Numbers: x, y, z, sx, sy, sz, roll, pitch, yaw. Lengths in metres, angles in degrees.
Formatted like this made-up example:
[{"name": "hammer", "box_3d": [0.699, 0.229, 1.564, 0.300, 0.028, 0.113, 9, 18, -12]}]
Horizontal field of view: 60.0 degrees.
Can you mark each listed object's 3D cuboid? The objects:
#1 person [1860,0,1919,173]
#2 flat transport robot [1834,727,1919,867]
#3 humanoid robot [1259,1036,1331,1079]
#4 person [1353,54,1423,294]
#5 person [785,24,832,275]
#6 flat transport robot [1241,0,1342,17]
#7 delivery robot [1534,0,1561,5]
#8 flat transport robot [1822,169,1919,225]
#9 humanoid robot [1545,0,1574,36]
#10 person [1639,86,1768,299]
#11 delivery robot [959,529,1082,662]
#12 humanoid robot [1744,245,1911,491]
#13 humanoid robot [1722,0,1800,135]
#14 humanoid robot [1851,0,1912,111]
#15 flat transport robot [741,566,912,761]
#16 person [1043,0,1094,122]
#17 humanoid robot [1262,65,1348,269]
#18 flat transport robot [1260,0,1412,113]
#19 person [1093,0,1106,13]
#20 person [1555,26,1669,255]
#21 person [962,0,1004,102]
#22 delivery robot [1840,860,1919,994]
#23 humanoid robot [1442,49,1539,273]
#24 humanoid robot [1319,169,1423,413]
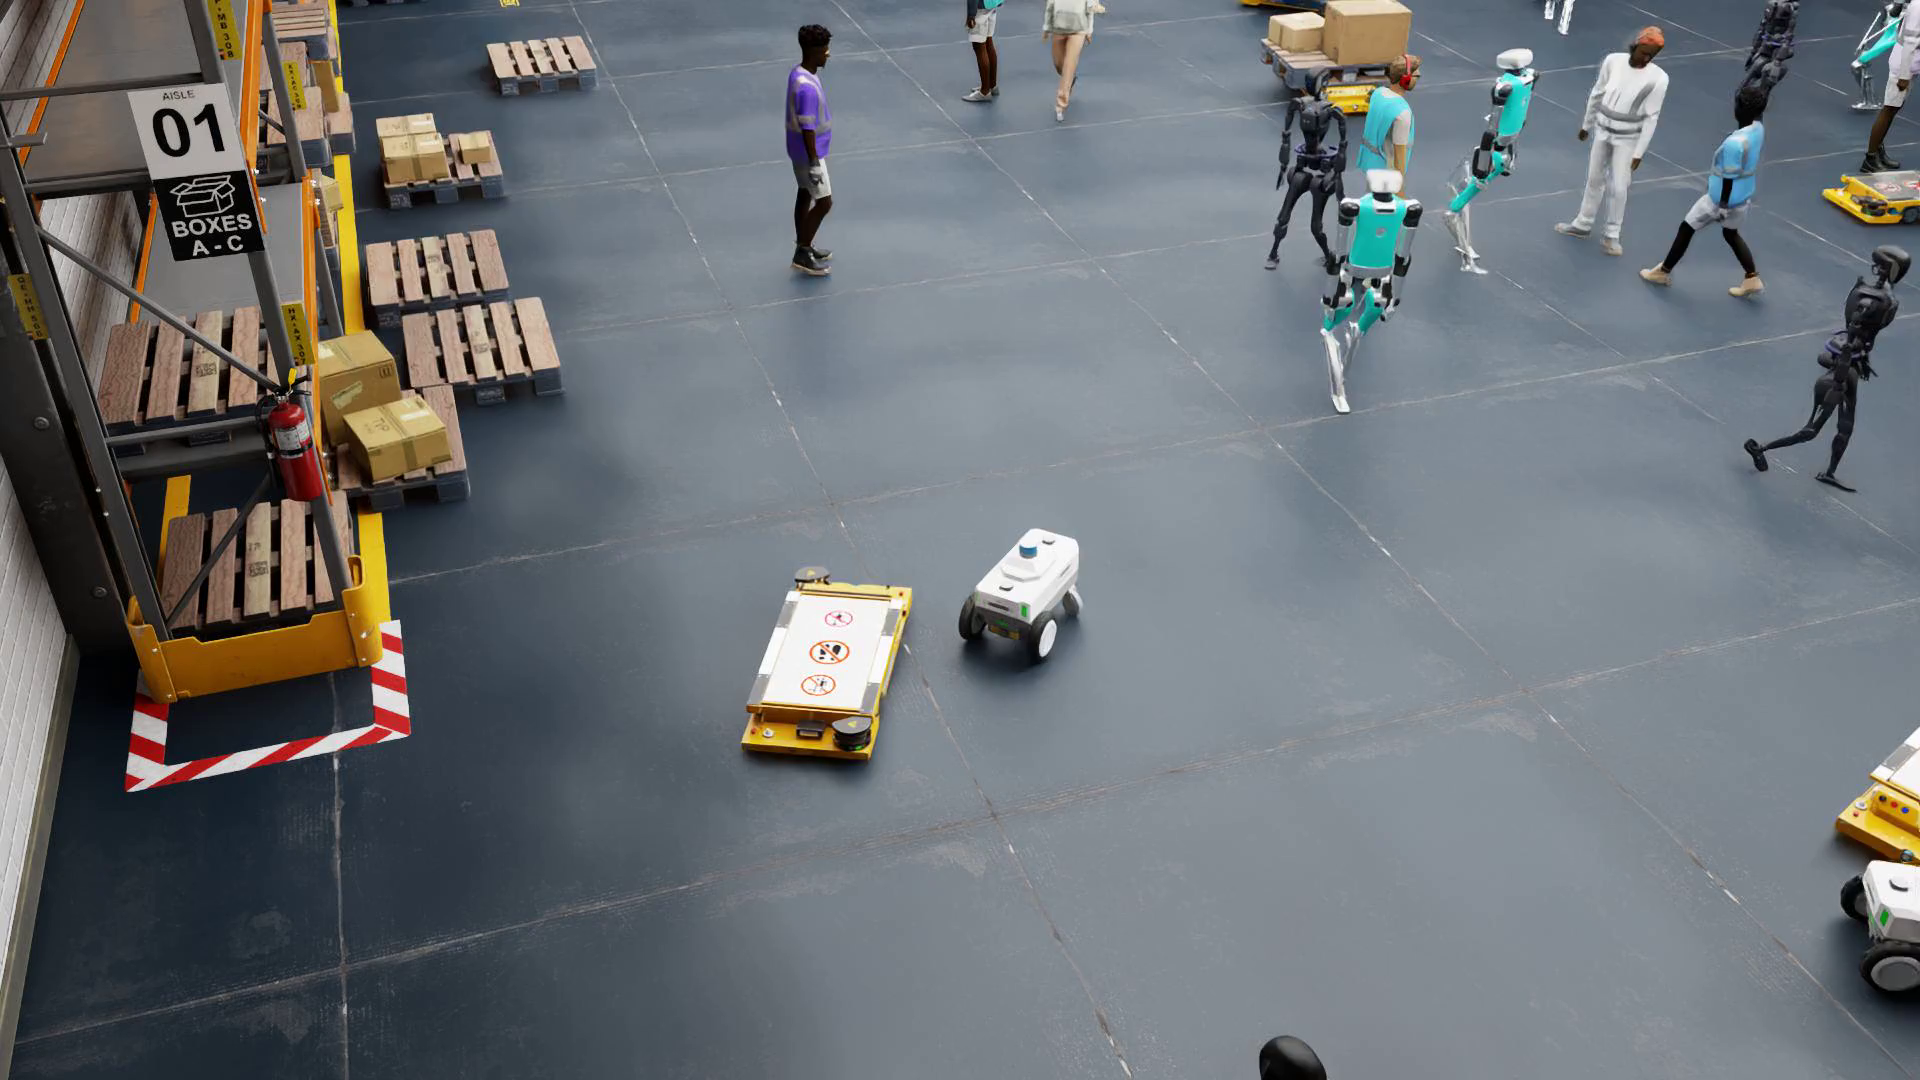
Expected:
[{"name": "person", "box_3d": [8.468, -4.215, 14.797, 0.369, 1.939, 0.543, 23, 40, 31]}, {"name": "flat transport robot", "box_3d": [4.900, 1.182, 8.046, 1.431, 0.231, 0.659, -26, 41, -33]}, {"name": "humanoid robot", "box_3d": [0.938, 2.176, 5.245, 0.602, 1.642, 0.613, -25, 41, -33]}, {"name": "person", "box_3d": [3.225, -2.779, 12.679, 0.375, 1.840, 0.570, -6, 34, -9]}, {"name": "person", "box_3d": [-1.157, -3.044, 12.991, 0.395, 1.955, 0.623, -5, 33, -8]}, {"name": "flat transport robot", "box_3d": [4.132, -6.438, 19.733, 1.431, 0.231, 0.659, 17, 37, 24]}, {"name": "delivery robot", "box_3d": [7.166, -6.795, 20.031, 0.499, 0.609, 0.807, 15, 36, 21]}, {"name": "flat transport robot", "box_3d": [8.347, -2.987, 14.440, 1.431, 0.231, 0.659, -5, 34, -8]}, {"name": "humanoid robot", "box_3d": [6.914, -6.665, 18.756, 0.539, 1.769, 0.966, 7, 34, 10]}, {"name": "person", "box_3d": [5.843, -2.647, 12.662, 0.521, 1.628, 0.874, -26, 41, -34]}, {"name": "delivery robot", "box_3d": [0.364, 0.288, 9.172, 0.519, 0.613, 0.784, 17, 37, 24]}, {"name": "humanoid robot", "box_3d": [5.397, -1.093, 10.271, 0.673, 1.632, 0.607, 25, 41, 33]}, {"name": "humanoid robot", "box_3d": [7.487, -4.472, 15.427, 0.370, 1.656, 0.608, -2, 33, -3]}, {"name": "humanoid robot", "box_3d": [8.997, -5.009, 16.199, 0.758, 1.793, 0.559, -1, 33, -1]}, {"name": "flat transport robot", "box_3d": [-0.685, 0.636, 8.884, 0.659, 0.231, 1.431, 4, 33, 6]}, {"name": "person", "box_3d": [1.075, -5.001, 16.277, 0.475, 1.633, 0.759, 9, 34, 13]}, {"name": "humanoid robot", "box_3d": [2.768, -2.896, 13.051, 0.611, 1.640, 0.523, 26, 41, 34]}, {"name": "flat transport robot", "box_3d": [3.799, -4.697, 17.062, 0.659, 0.231, 1.431, -5, 33, -8]}, {"name": "person", "box_3d": [1.499, -7.185, 19.450, 0.472, 1.843, 0.861, -18, 37, -26]}, {"name": "person", "box_3d": [5.246, -3.242, 13.391, 0.353, 1.857, 0.725, -22, 39, -30]}, {"name": "person", "box_3d": [0.198, -5.321, 16.511, 0.471, 1.924, 0.544, 11, 35, 17]}, {"name": "delivery robot", "box_3d": [4.231, 1.624, 7.096, 0.783, 0.584, 0.499, 7, 34, 11]}, {"name": "humanoid robot", "box_3d": [4.081, -3.020, 13.157, 0.726, 1.798, 0.552, 29, 43, 36]}, {"name": "humanoid robot", "box_3d": [2.651, -1.680, 11.181, 0.547, 1.877, 0.815, -1, 33, -2]}]
